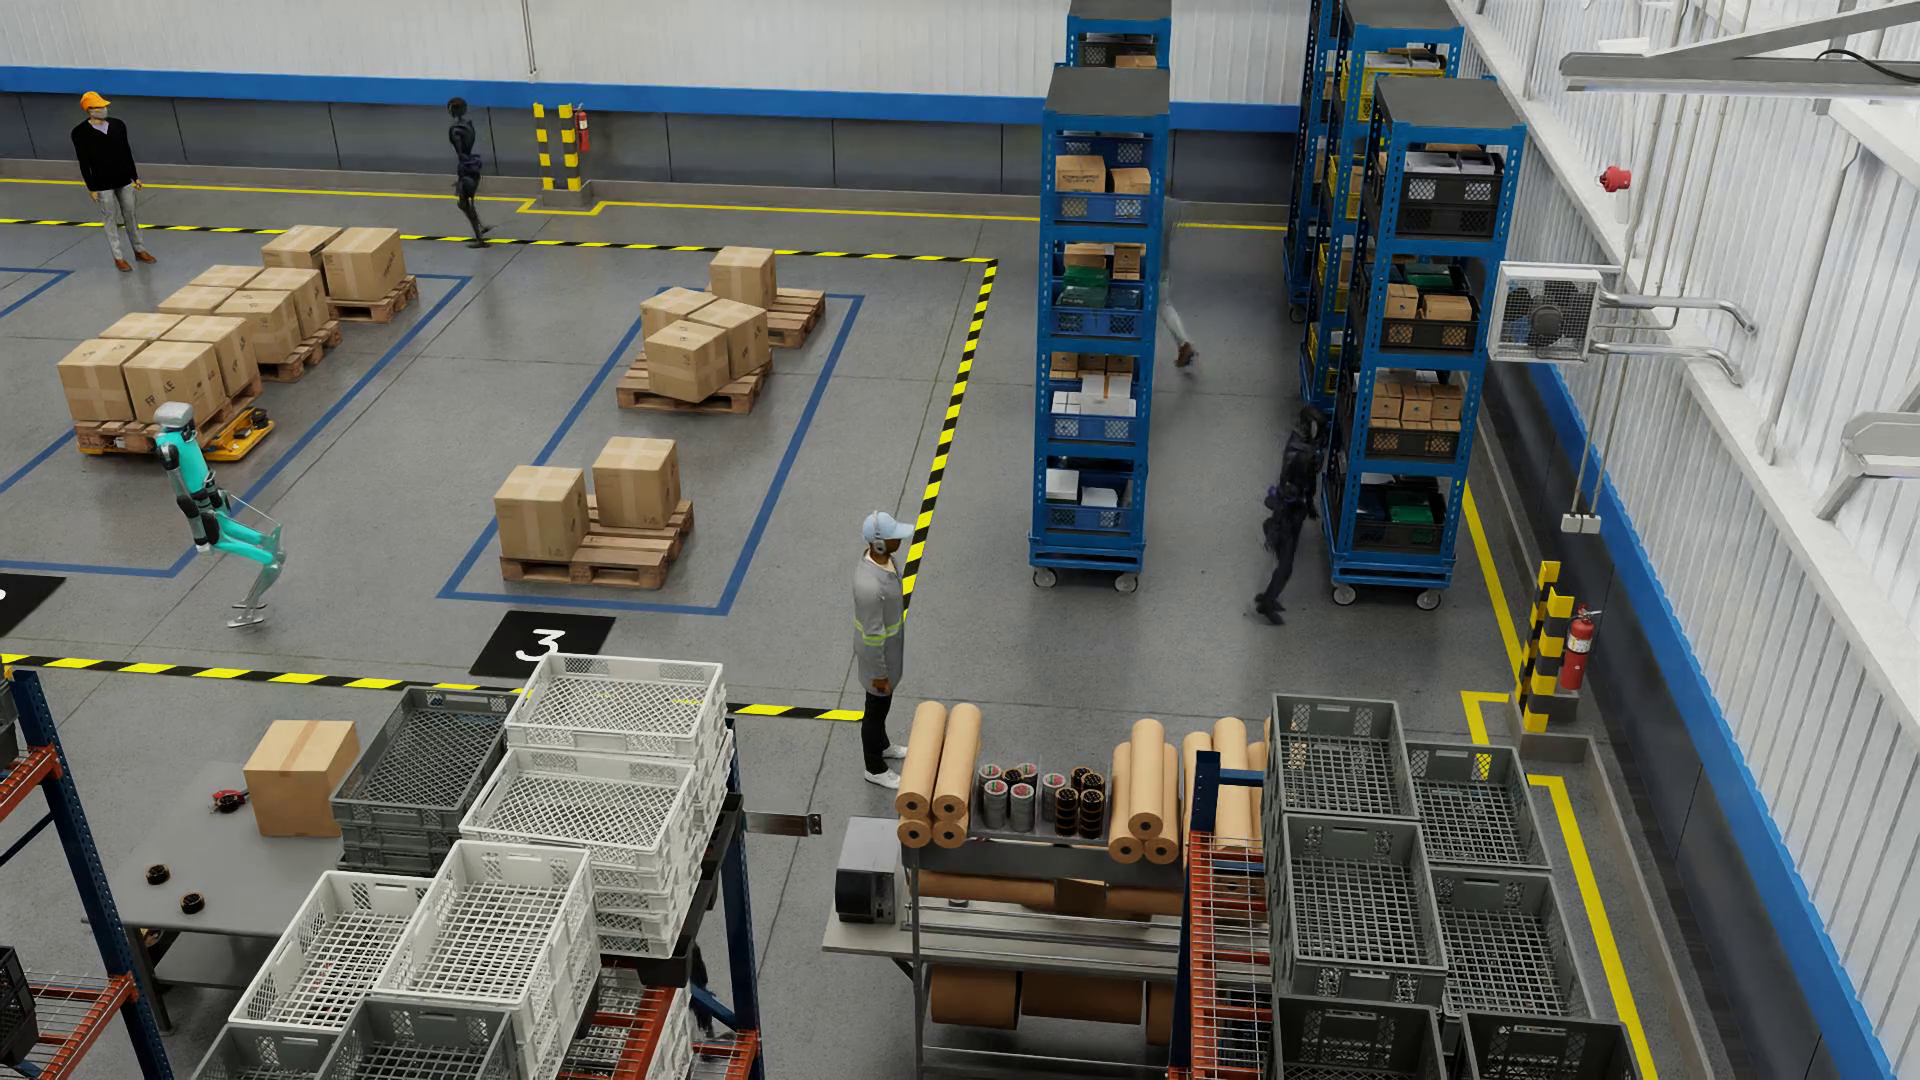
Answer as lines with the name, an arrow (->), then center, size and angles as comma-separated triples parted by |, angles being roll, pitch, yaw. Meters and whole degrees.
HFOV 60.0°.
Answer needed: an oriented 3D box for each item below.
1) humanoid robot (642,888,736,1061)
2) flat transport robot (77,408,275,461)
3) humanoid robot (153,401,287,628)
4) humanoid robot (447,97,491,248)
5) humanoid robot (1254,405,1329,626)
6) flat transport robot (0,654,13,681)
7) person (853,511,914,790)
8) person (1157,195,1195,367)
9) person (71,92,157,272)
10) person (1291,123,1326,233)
humanoid robot -> -1.311, 1.972, 7.895 | 0.612, 1.636, 0.603 | -17, 34, -26
flat transport robot -> -6.728, -0.944, 14.268 | 1.431, 0.197, 0.652 | 3, 30, 6
humanoid robot -> -4.971, -0.182, 11.392 | 0.735, 1.677, 0.533 | -4, 30, -7
humanoid robot -> -5.388, -3.987, 18.122 | 0.342, 1.652, 0.609 | -3, 30, -4
humanoid robot -> 2.302, -0.197, 11.625 | 0.390, 1.650, 0.613 | 21, 36, 31
flat transport robot -> -7.142, 0.969, 11.010 | 1.431, 0.231, 0.659 | 3, 30, 6
person -> -0.452, 0.646, 9.989 | 0.369, 1.852, 0.591 | 2, 30, 4
person -> 1.797, -2.466, 15.294 | 0.650, 1.897, 0.845 | -26, 39, -37
person -> -8.962, -3.795, 17.587 | 0.356, 1.884, 0.589 | 19, 35, 29
person -> 3.694, -3.808, 17.542 | 0.369, 1.958, 0.595 | 8, 31, 13
